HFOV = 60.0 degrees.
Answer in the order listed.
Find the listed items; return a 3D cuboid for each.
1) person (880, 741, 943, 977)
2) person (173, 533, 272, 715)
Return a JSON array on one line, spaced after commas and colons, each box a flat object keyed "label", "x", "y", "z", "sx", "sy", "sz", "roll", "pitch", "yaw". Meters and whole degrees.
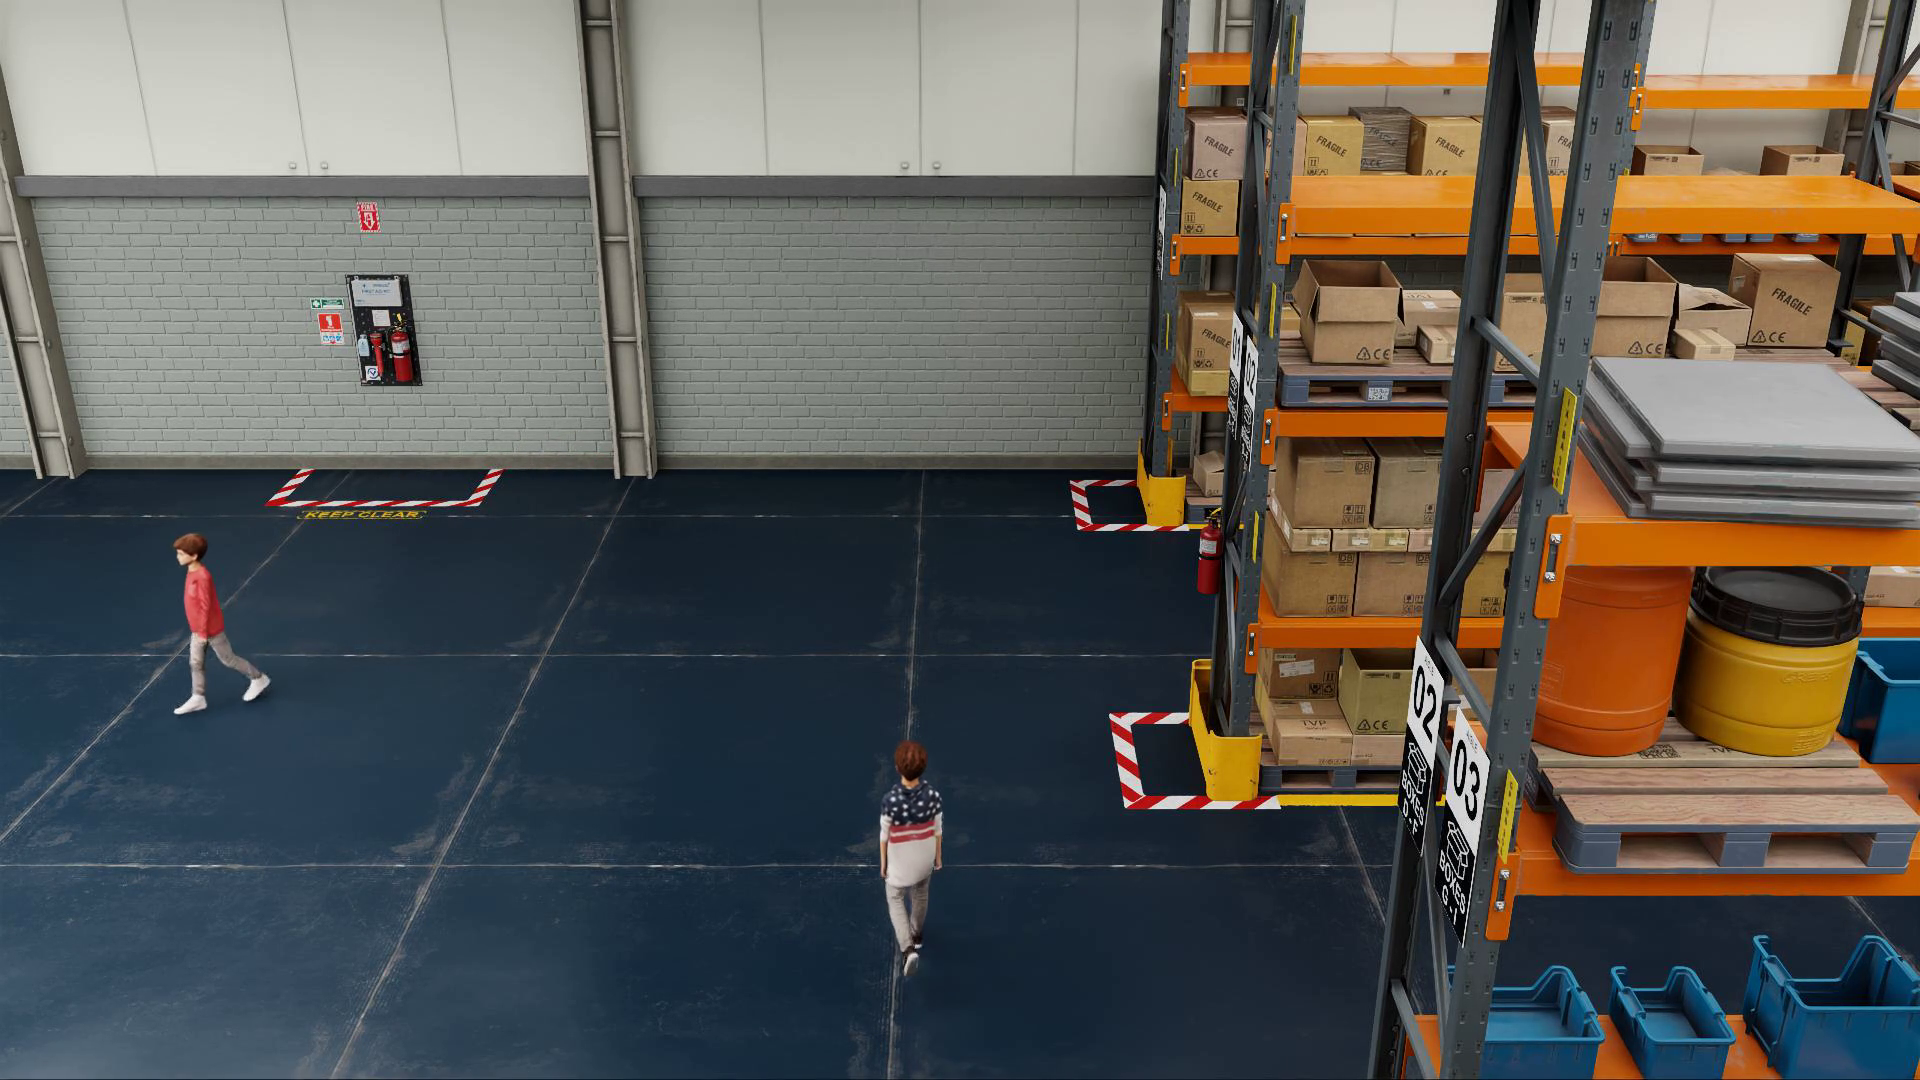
[{"label": "person", "x": -0.273, "y": 1.841, "z": 9.600, "sx": 0.842, "sy": 1.422, "sz": 0.709, "roll": -5, "pitch": 24, "yaw": -12}, {"label": "person", "x": -5.584, "y": 0.616, "z": 12.510, "sx": 0.965, "sy": 1.399, "sz": 0.897, "roll": -20, "pitch": 30, "yaw": -39}]
